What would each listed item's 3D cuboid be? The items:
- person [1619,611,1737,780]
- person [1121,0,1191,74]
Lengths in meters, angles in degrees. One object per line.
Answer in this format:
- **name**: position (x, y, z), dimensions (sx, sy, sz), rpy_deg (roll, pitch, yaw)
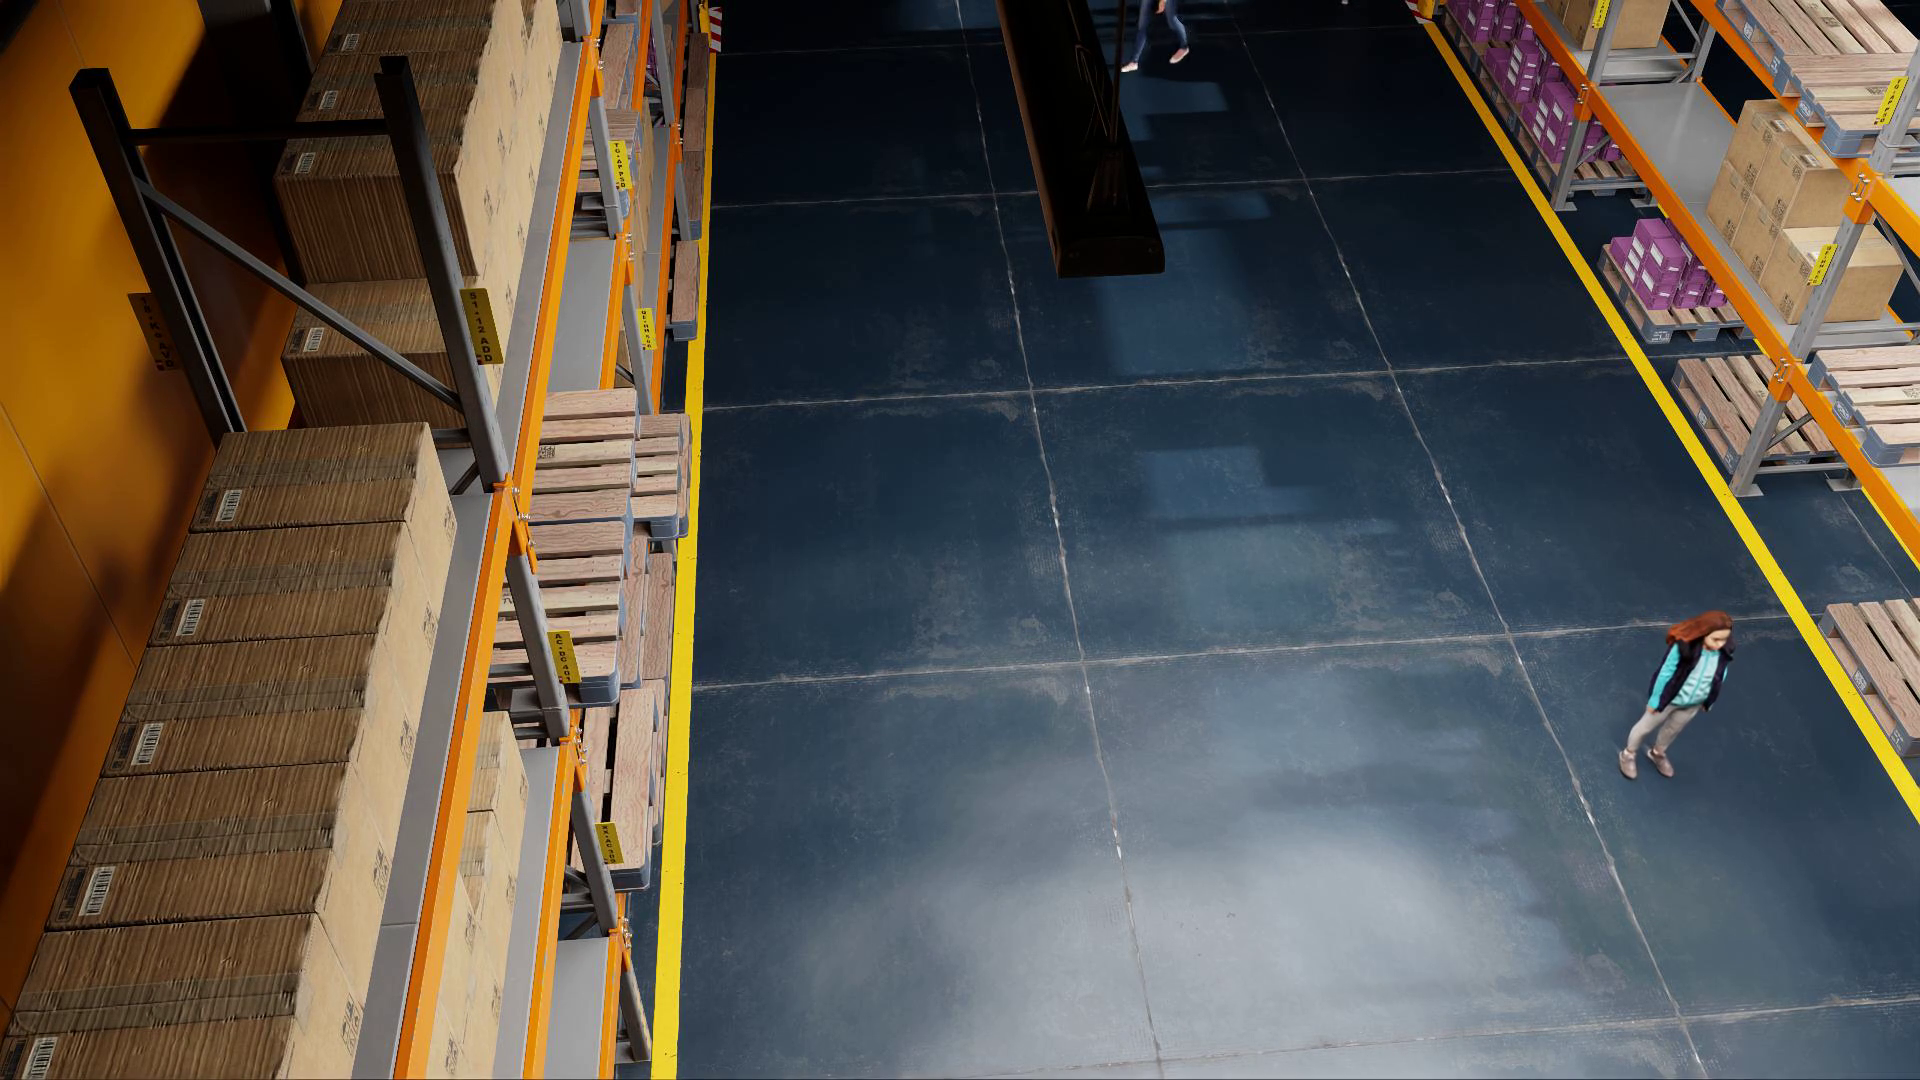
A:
- **person**: position (4.430, 0.935, 10.246), dimensions (0.565, 1.494, 0.562), rpy_deg (-3, 44, -3)
- **person**: position (2.134, -5.607, 16.970), dimensions (1.011, 1.693, 1.124), rpy_deg (-24, 49, -23)
